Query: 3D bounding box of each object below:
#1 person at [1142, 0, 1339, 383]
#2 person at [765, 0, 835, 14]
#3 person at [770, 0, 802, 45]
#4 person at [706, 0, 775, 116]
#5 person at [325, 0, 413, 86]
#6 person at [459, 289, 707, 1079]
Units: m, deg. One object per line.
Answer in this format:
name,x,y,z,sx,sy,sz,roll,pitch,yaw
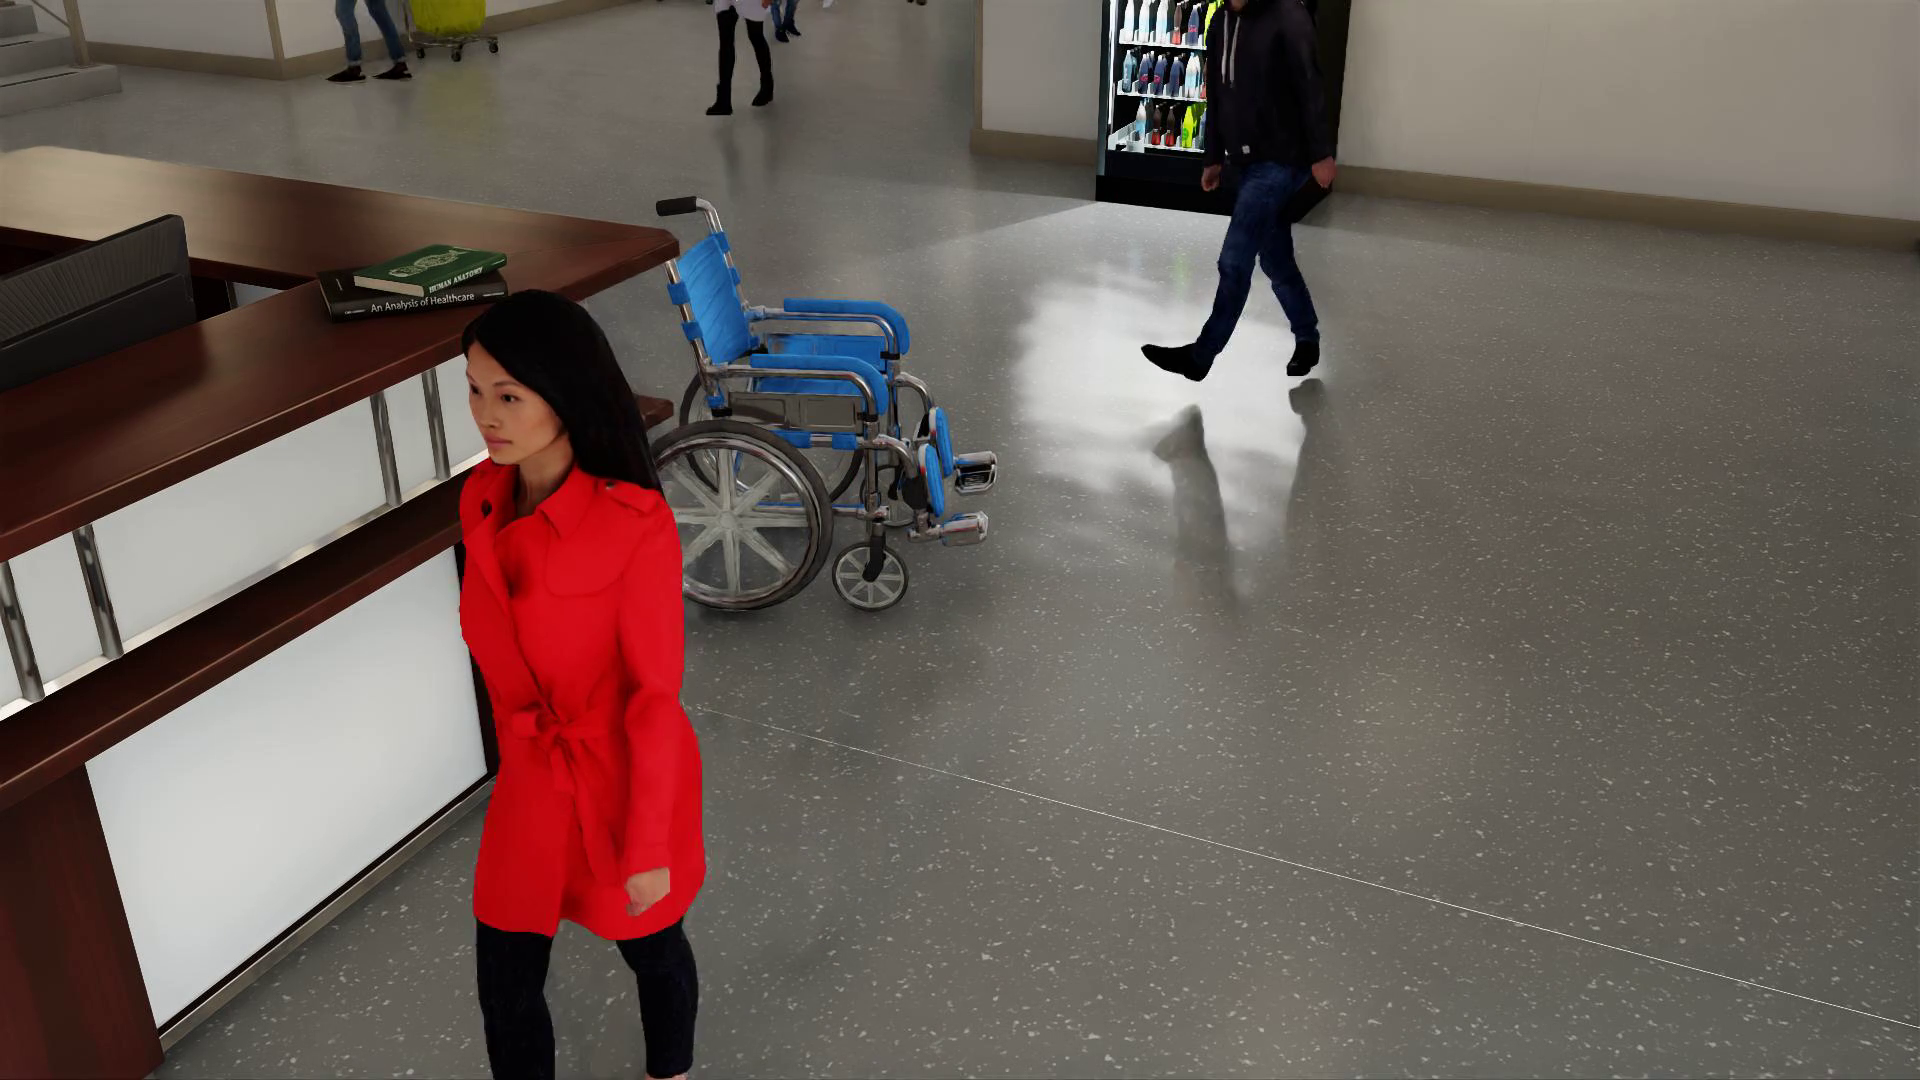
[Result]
person,1.312,-1.494,6.689,1.194,1.816,1.148,-15,29,-28
person,-1.605,-5.993,16.147,1.022,1.704,1.098,-18,31,-33
person,-1.629,-5.090,14.797,0.627,1.251,0.681,-17,30,-31
person,-1.494,-3.944,11.821,0.938,1.772,0.711,11,28,21
person,-4.503,-4.441,12.820,1.012,1.798,0.935,-7,27,-13
person,-0.570,0.405,2.848,0.638,1.731,0.674,10,28,21
